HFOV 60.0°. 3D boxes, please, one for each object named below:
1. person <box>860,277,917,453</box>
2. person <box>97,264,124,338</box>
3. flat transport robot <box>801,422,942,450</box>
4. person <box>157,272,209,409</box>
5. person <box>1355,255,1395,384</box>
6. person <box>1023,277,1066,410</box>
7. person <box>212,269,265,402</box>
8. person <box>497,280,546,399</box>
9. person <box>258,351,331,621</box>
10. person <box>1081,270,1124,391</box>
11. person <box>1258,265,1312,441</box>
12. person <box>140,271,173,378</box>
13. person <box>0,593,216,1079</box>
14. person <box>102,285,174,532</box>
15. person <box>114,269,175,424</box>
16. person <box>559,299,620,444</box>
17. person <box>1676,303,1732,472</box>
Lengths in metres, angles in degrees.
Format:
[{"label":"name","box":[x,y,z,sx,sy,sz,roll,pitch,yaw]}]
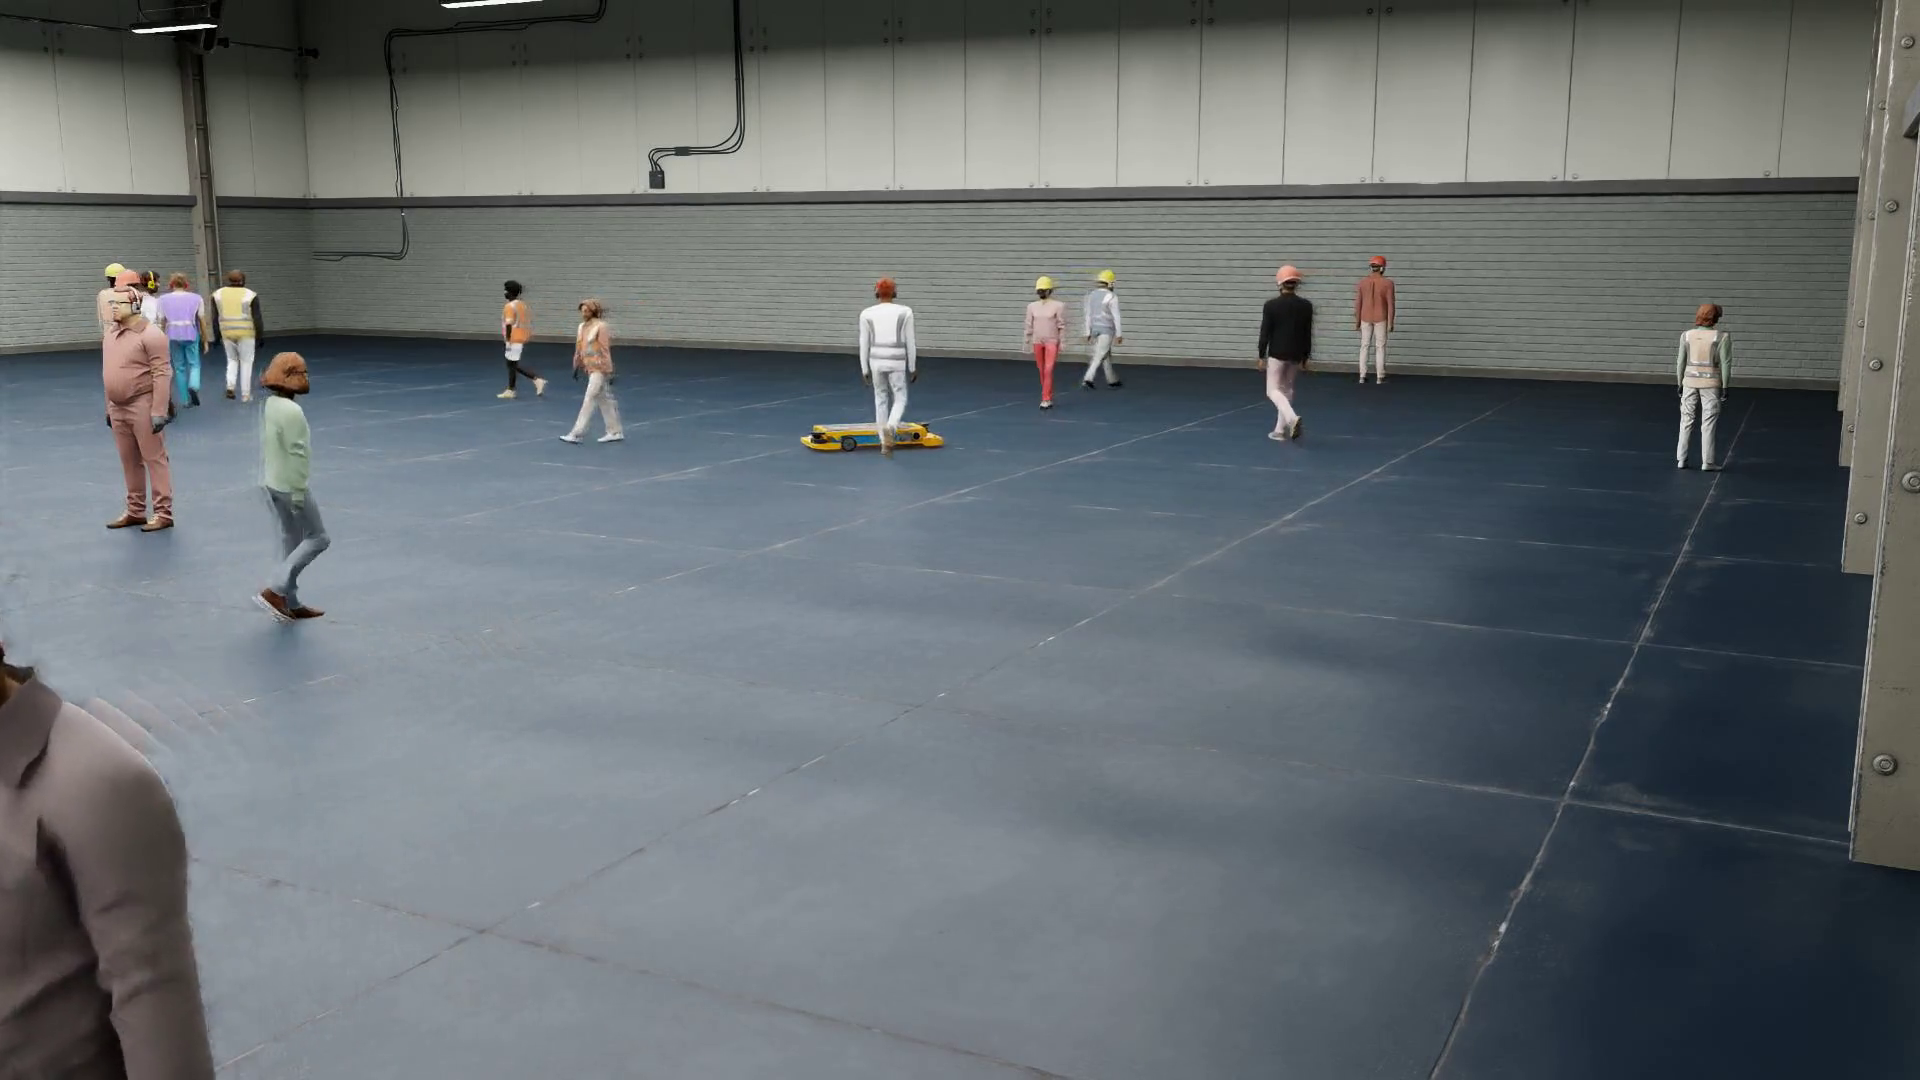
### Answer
[{"label":"person","box":[-0.760,-1.813,17.401,0.601,1.870,0.588,2,11,9]},{"label":"person","box":[-10.943,-2.626,21.671,0.585,1.928,0.369,5,12,27]},{"label":"flat transport robot","box":[-0.965,-1.139,18.084,1.431,0.197,0.652,-3,11,-16]},{"label":"person","box":[-10.258,-2.626,21.965,0.604,1.822,0.536,-4,11,-23]},{"label":"person","box":[6.463,-3.429,25.872,0.622,1.989,0.399,7,12,33]},{"label":"person","box":[1.076,-2.577,21.904,0.553,1.732,0.818,5,11,24]},{"label":"person","box":[-9.951,-2.818,22.983,0.658,1.828,0.442,-1,10,-4]},{"label":"person","box":[-6.168,-2.796,23.279,0.677,1.672,0.536,0,10,1]},{"label":"person","box":[-3.953,-0.301,9.841,0.373,1.622,0.506,-9,13,-39]},{"label":"person","box":[2.112,-3.112,24.715,0.922,1.794,0.610,-7,13,-35]},{"label":"person","box":[3.626,-2.047,18.402,0.624,1.972,0.764,-3,11,-18]},{"label":"person","box":[-10.285,-2.492,21.187,0.488,1.844,0.481,5,12,26]},{"label":"person","box":[-1.530,0.921,2.473,0.642,1.874,0.864,5,11,24]},{"label":"person","box":[-6.448,-1.024,12.982,0.641,1.913,0.407,5,11,24]},{"label":"person","box":[-9.750,-2.273,19.805,0.542,1.911,0.789,1,10,5]},{"label":"person","box":[-4.089,-1.830,18.214,0.850,1.588,0.566,-8,13,-36]},{"label":"person","box":[7.258,-1.488,16.254,0.307,1.639,0.525,-9,14,-41]}]
